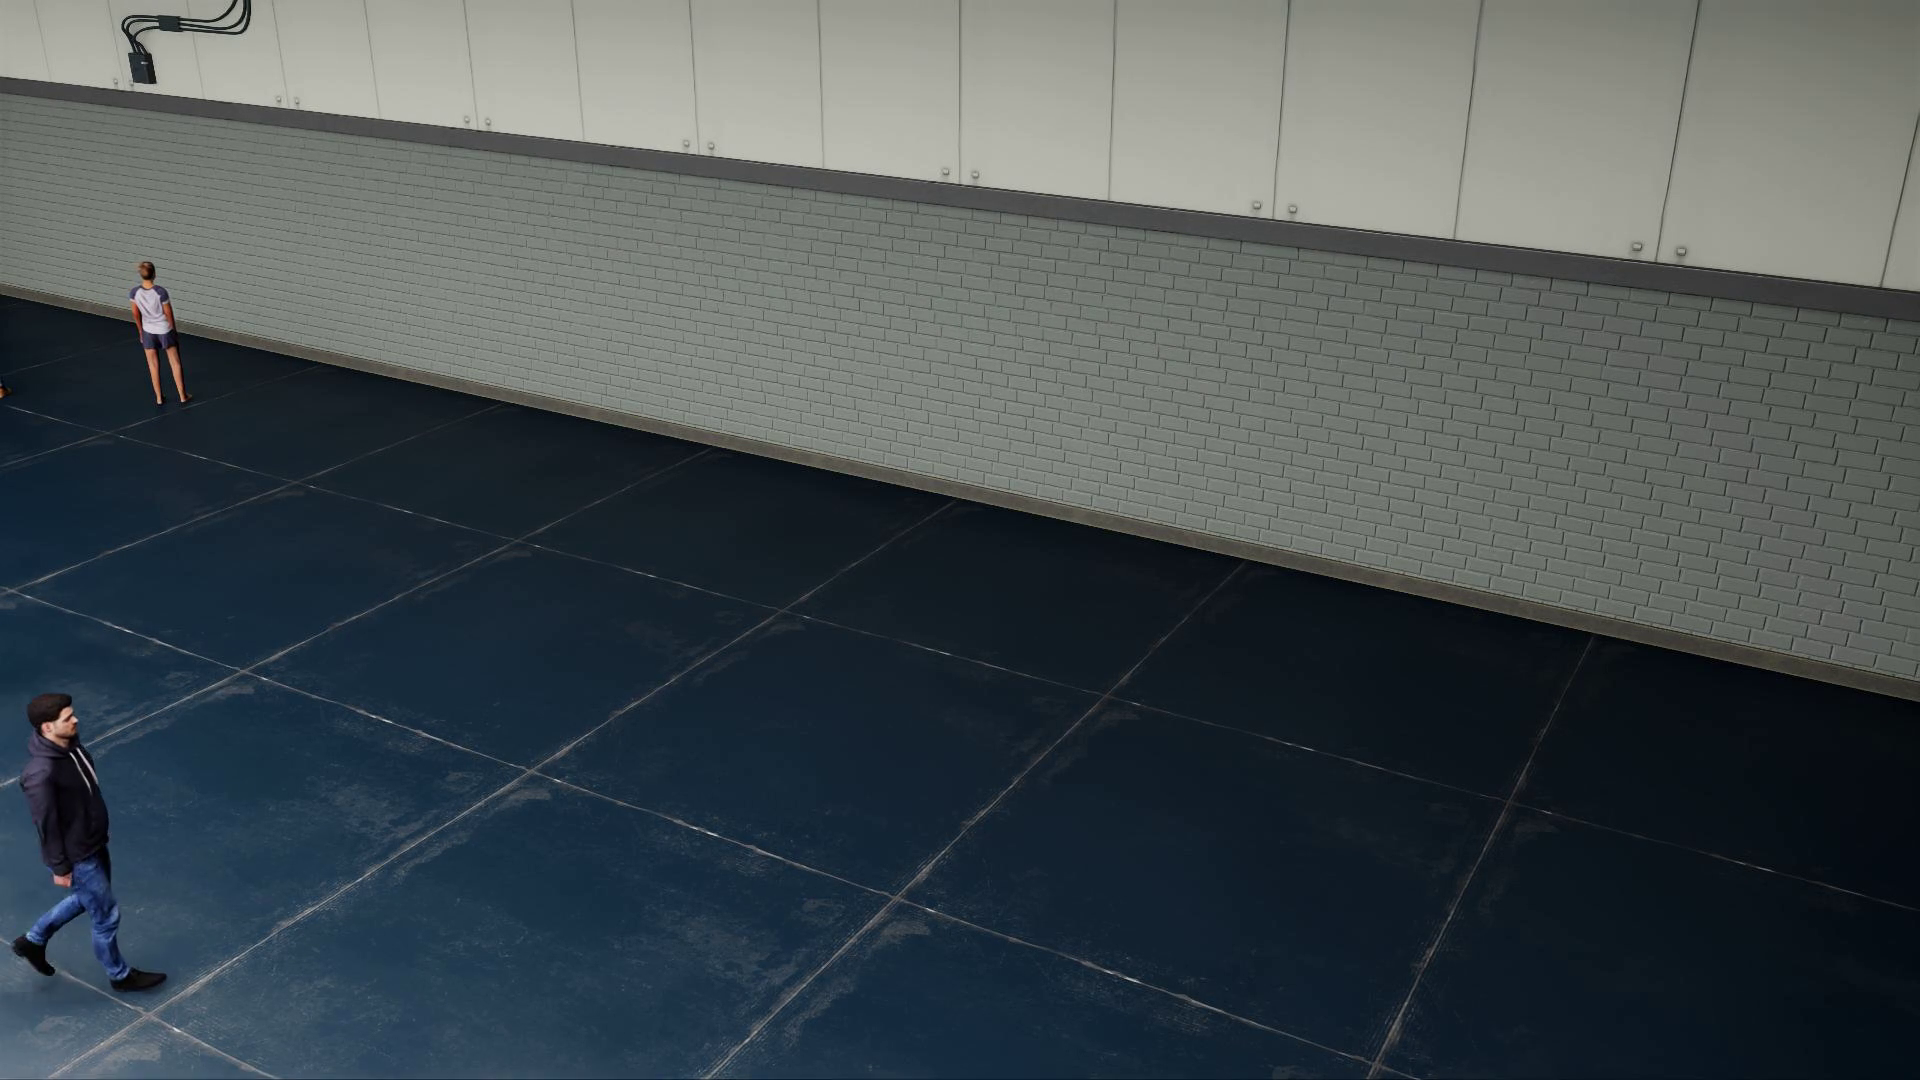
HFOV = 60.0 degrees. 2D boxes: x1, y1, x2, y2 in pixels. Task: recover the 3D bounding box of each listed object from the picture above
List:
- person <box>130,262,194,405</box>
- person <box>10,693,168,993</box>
[{"bbox_3d":[-9.049,-2.342,18.777,0.661,1.633,0.706,-4,23,-10],"label":"person"},{"bbox_3d":[-4.889,1.674,9.026,1.115,1.874,1.089,-4,23,-9],"label":"person"}]
